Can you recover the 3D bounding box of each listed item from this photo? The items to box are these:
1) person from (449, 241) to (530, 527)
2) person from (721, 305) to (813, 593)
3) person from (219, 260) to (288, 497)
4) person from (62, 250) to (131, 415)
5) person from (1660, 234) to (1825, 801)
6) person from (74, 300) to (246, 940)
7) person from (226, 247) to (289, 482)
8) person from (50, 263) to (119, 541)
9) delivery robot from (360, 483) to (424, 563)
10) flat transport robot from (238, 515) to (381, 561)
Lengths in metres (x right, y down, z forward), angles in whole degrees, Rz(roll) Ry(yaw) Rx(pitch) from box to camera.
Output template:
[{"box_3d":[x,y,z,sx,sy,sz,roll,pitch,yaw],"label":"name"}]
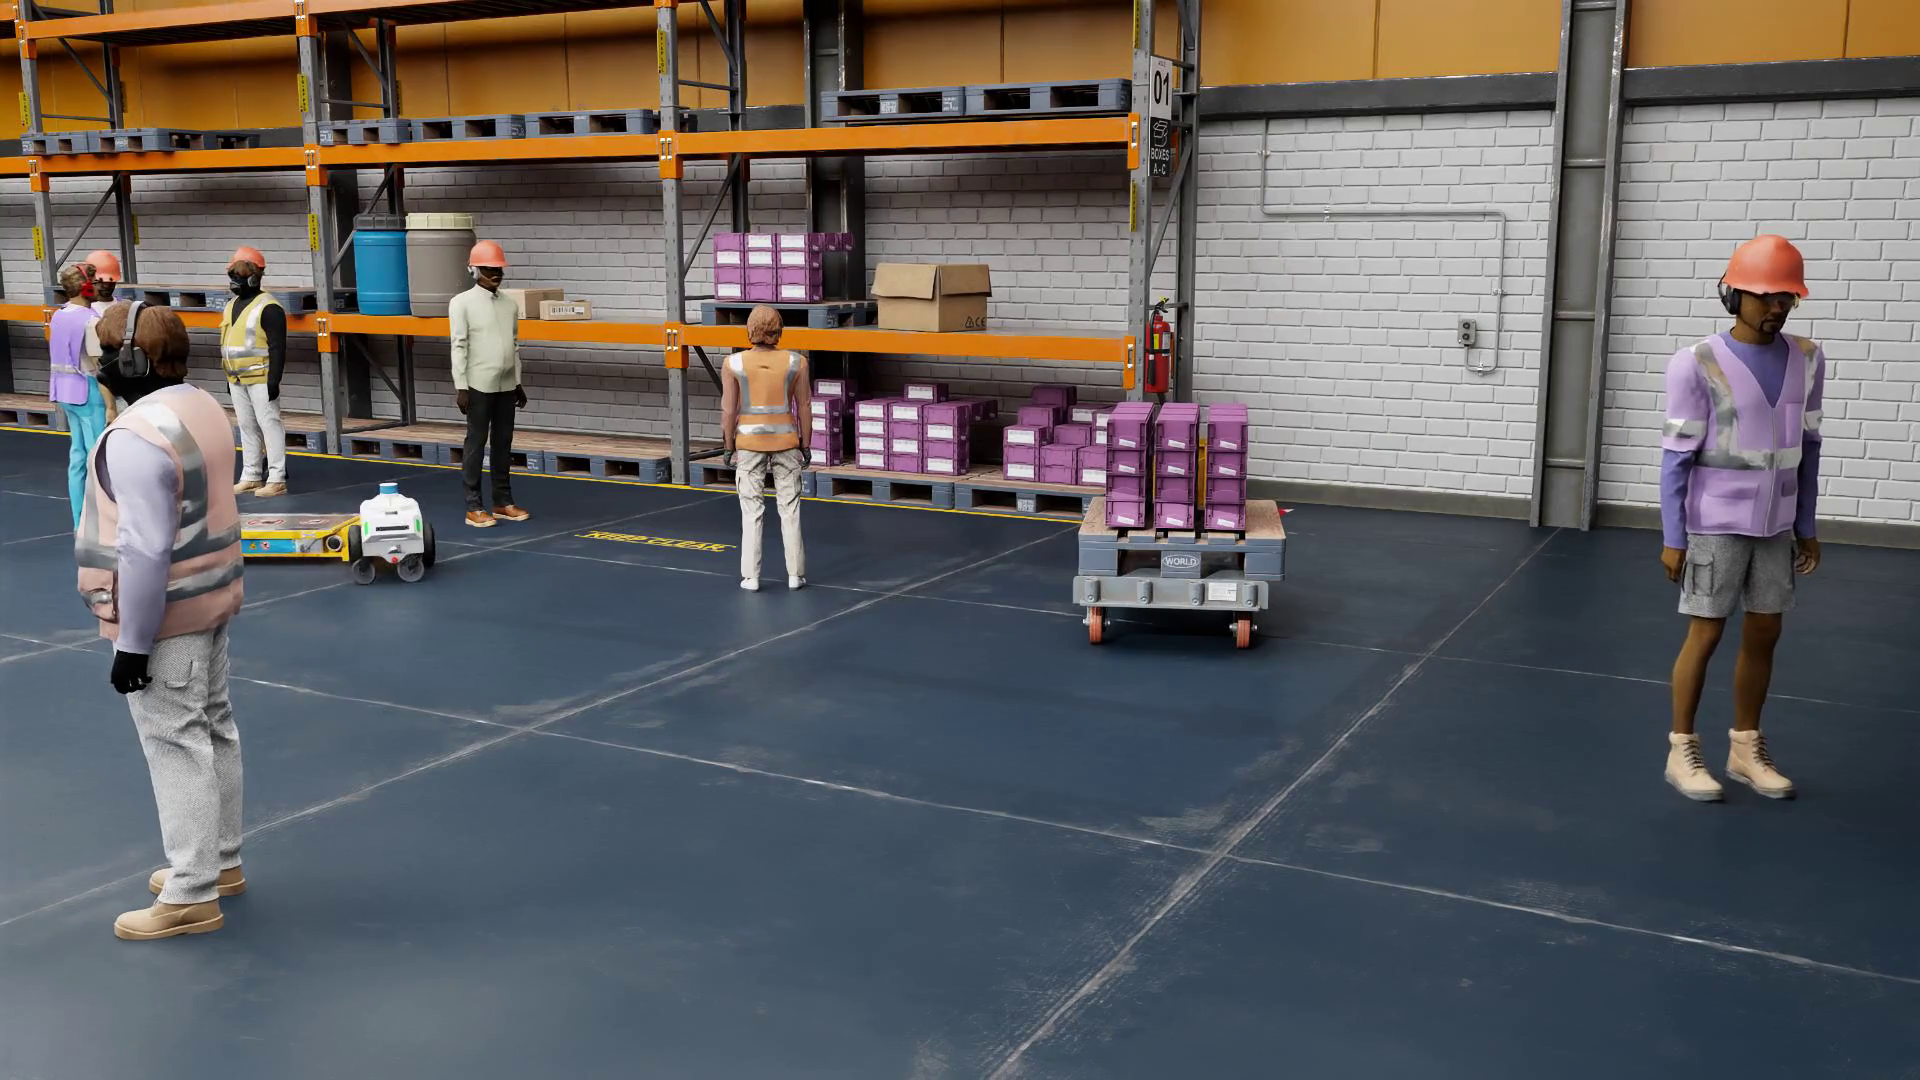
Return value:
[{"box_3d":[-3.297,-1.097,11.710,0.396,1.992,0.622,6,12,30],"label":"person"},{"box_3d":[-1.098,-0.514,9.490,0.522,1.638,0.311,-2,11,-11],"label":"person"},{"box_3d":[-5.537,-1.259,13.021,0.625,1.844,0.429,6,12,30],"label":"person"},{"box_3d":[-5.997,-1.069,11.737,0.543,1.931,0.371,-10,14,-44],"label":"person"},{"box_3d":[2.805,-0.064,5.954,0.618,2.030,0.403,-2,11,-12],"label":"person"},{"box_3d":[-2.324,0.231,4.857,0.429,1.844,0.627,-1,10,-7],"label":"person"},{"box_3d":[-5.837,-1.453,13.818,0.362,1.939,0.542,-8,13,-37],"label":"person"},{"box_3d":[-5.766,-0.885,10.985,0.577,1.845,0.375,7,13,35],"label":"person"},{"box_3d":[-3.395,-0.097,9.921,0.477,0.478,0.707,-4,11,-20],"label":"delivery robot"},{"box_3d":[-4.309,-0.022,10.549,1.431,0.197,0.652,0,10,0],"label":"flat transport robot"}]
